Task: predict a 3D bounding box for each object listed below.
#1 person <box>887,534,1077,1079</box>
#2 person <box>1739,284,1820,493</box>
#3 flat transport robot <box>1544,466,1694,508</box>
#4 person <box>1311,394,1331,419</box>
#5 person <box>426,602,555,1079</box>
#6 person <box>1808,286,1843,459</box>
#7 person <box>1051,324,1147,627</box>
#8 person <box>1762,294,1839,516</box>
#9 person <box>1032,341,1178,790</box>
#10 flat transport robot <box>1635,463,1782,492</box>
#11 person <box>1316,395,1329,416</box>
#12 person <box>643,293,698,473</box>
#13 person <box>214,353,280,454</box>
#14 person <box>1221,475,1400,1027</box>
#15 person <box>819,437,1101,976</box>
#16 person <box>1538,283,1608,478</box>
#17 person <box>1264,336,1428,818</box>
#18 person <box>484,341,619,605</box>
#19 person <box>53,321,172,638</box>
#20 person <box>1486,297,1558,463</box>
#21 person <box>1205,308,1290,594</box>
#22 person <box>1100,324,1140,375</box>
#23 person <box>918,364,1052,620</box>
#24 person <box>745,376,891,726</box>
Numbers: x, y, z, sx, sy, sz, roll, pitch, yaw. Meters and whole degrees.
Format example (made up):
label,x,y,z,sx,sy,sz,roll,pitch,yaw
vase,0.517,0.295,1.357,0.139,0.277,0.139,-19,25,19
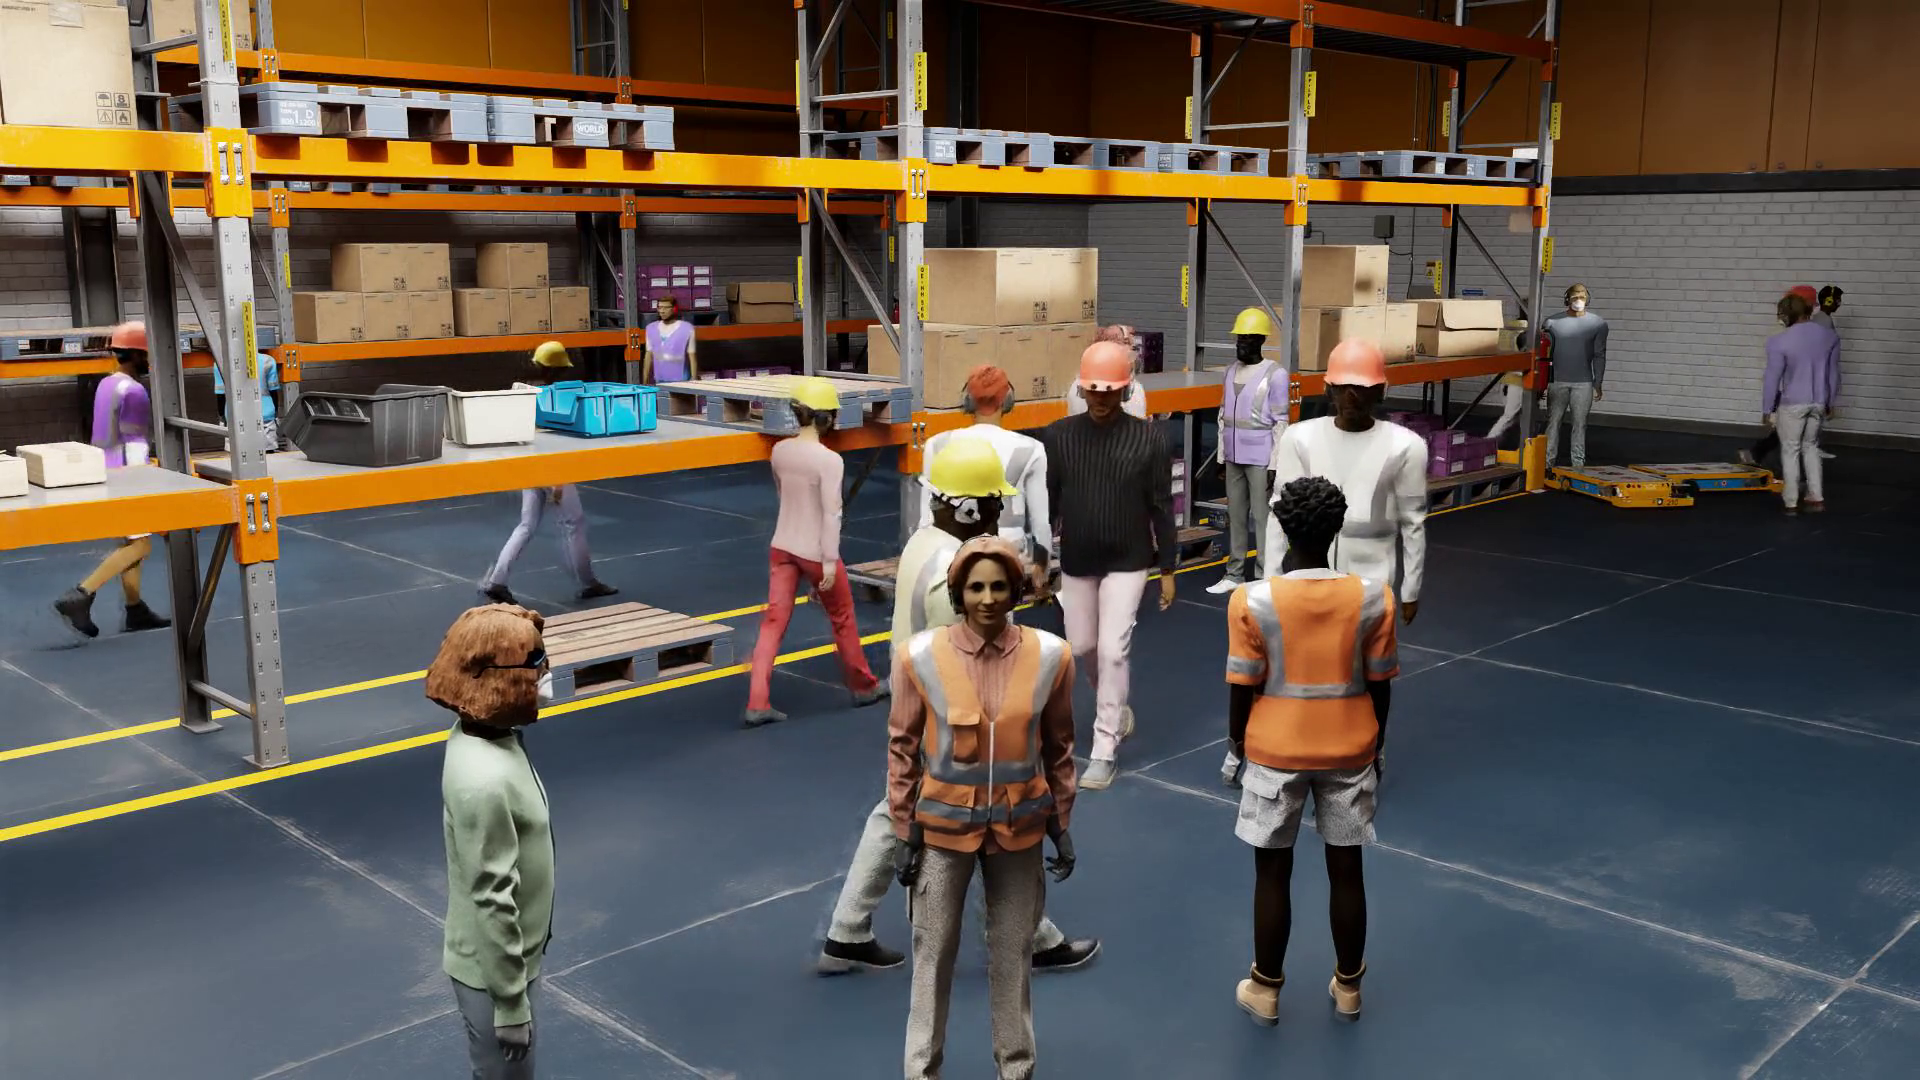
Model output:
label,x,y,z,sx,sy,sz,roll,pitch,yaw
person,0.060,0.789,4.433,0.515,1.641,0.314,-2,11,-10
person,7.813,-1.444,15.745,0.640,1.960,0.821,-7,12,-32
flat transport robot,6.008,-0.505,15.225,0.652,0.197,1.431,-2,11,-9
person,3.843,-1.642,17.267,0.968,1.792,0.527,-8,13,-38
person,-0.993,0.936,3.648,0.269,1.632,0.509,-3,11,-15
person,9.344,-1.820,18.057,0.328,1.865,0.520,1,10,3
person,0.827,-0.336,9.904,0.645,1.884,0.681,-6,12,-32
person,7.204,-1.146,14.296,0.667,1.920,0.442,-2,11,-11
person,0.666,0.074,7.498,0.668,1.960,0.826,4,11,20
flat transport robot,6.985,-0.581,15.642,1.431,0.197,0.652,-2,11,-9
person,4.144,-2.199,20.206,0.935,1.825,0.536,-3,11,-16
person,-2.945,-1.584,16.877,0.576,1.828,0.480,5,11,25
person,-6.084,-1.033,14.237,0.534,1.694,0.320,-7,13,-35
person,1.054,0.649,5.054,0.531,1.692,0.320,-1,10,-3
person,-0.027,0.557,5.327,0.925,1.790,0.612,-3,11,-14
person,5.983,-1.535,16.292,0.631,1.940,0.370,3,11,15
person,1.578,0.160,6.896,0.622,1.986,1.028,6,12,28
person,-2.720,-0.432,10.847,0.876,1.728,0.532,-9,14,-41
person,-5.065,-0.348,9.941,0.557,1.908,0.727,10,14,44
person,5.799,-1.633,17.299,0.870,1.790,0.639,2,11,11
person,1.907,-0.559,10.992,0.358,1.930,0.590,-7,13,-34
person,1.483,-1.185,15.292,0.529,1.611,0.593,8,13,36
person,0.098,0.145,7.473,0.596,1.853,0.956,3,11,15
person,-0.724,0.048,8.268,0.526,1.719,0.912,9,13,39
